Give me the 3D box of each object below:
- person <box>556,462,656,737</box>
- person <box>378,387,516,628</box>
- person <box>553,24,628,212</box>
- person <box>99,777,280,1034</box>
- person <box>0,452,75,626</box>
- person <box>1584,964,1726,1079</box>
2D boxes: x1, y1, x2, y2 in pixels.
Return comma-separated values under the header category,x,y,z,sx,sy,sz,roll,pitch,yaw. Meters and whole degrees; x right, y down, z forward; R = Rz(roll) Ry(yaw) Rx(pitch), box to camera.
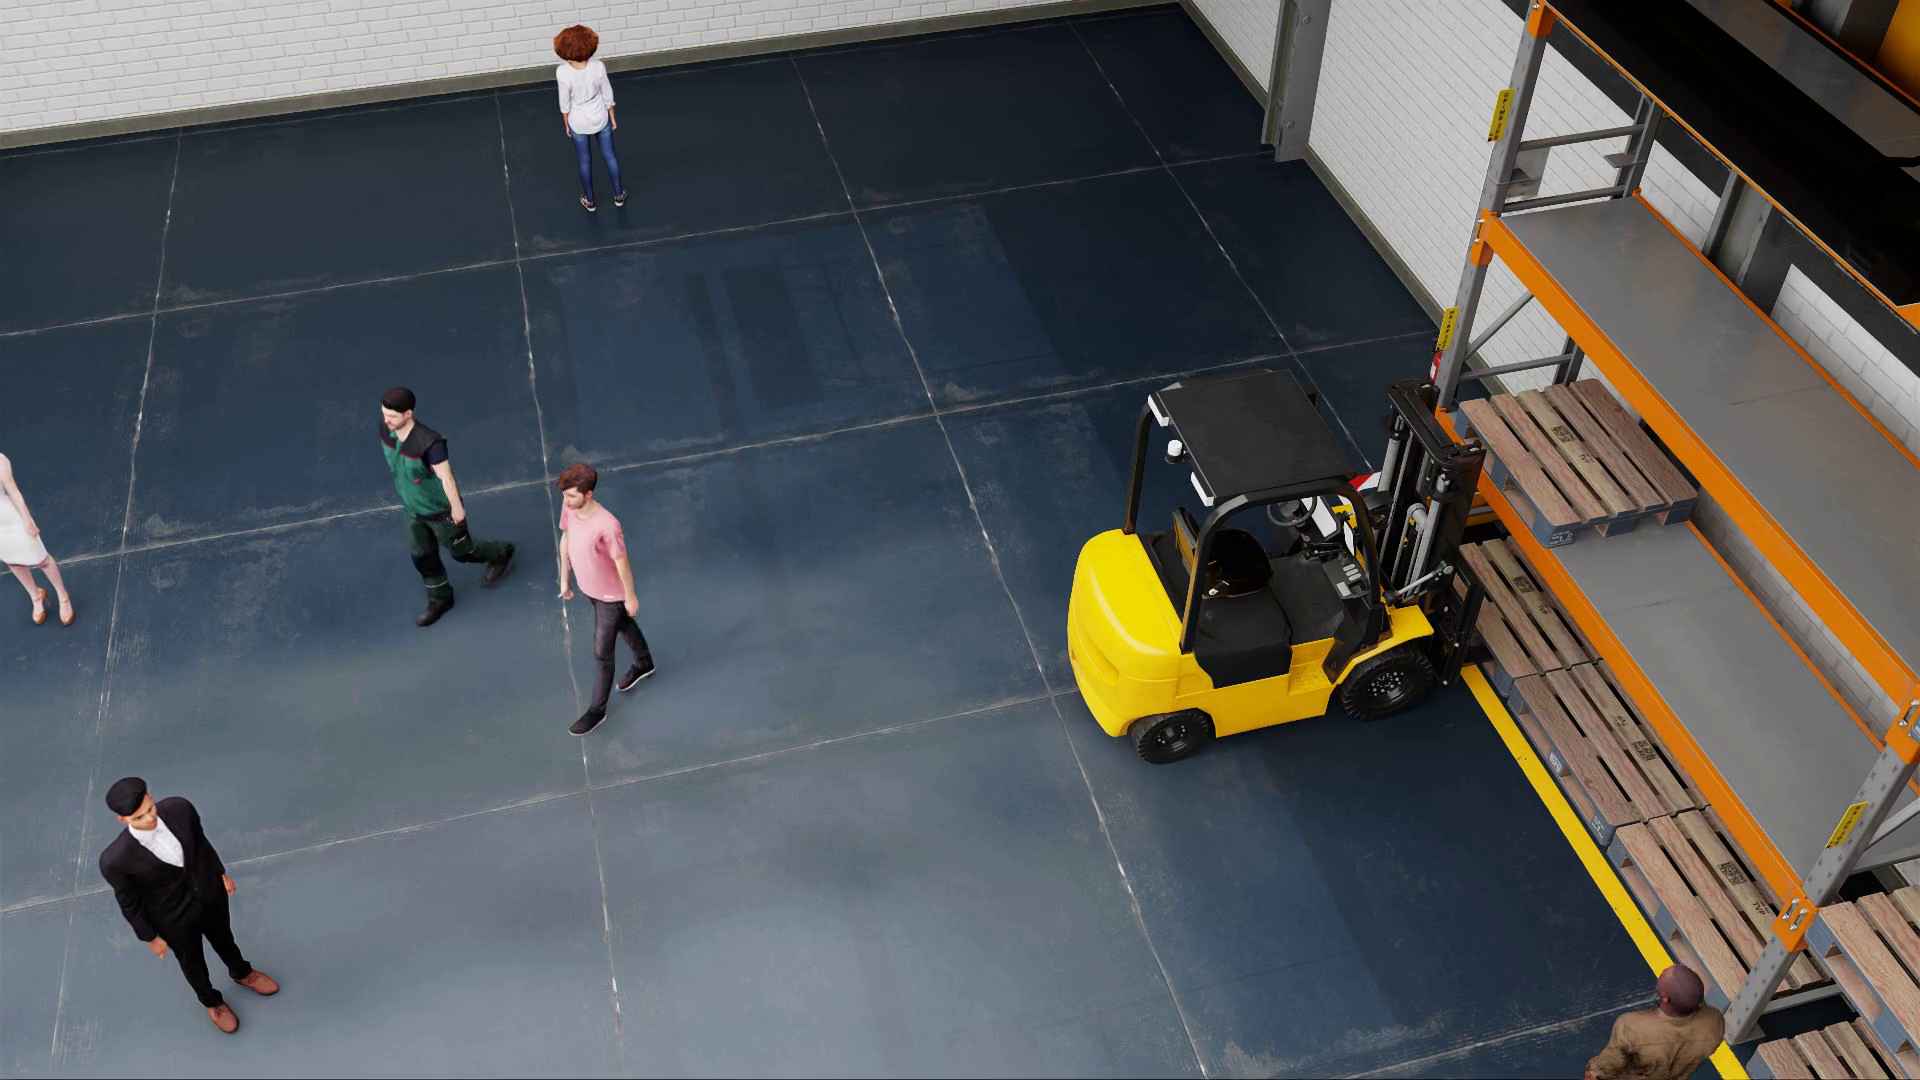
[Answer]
category,x,y,z,sx,sy,sz,roll,pitch,yaw
person,-2.124,0.237,10.291,1.068,1.934,1.049,31,52,29
person,-3.392,-0.296,10.893,1.115,1.875,1.159,24,49,23
person,-3.251,-3.698,14.581,0.630,1.713,0.603,-12,45,-12
person,-4.031,1.856,8.627,0.812,1.884,0.751,22,48,21
person,-6.177,-0.124,10.771,0.595,1.794,0.552,-2,44,-2
person,3.231,2.646,7.857,0.788,1.803,0.907,-5,44,-5
